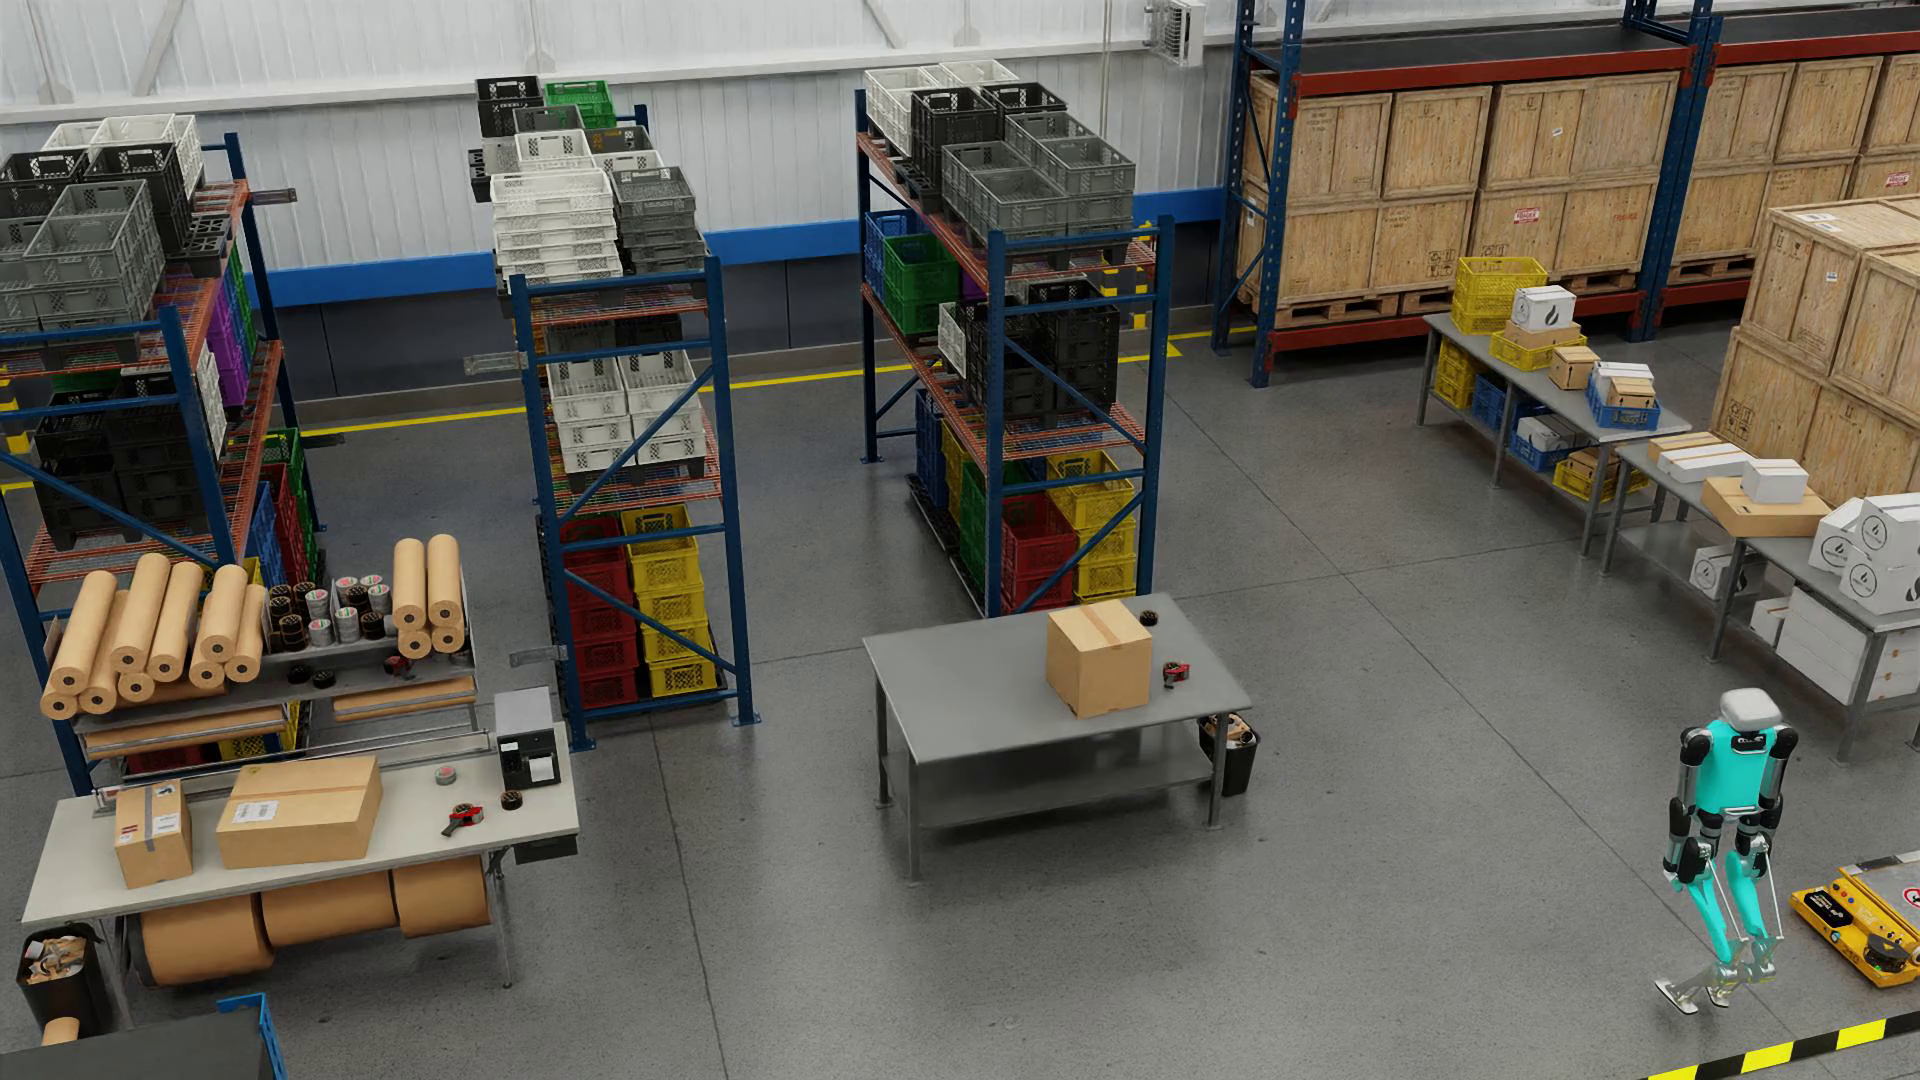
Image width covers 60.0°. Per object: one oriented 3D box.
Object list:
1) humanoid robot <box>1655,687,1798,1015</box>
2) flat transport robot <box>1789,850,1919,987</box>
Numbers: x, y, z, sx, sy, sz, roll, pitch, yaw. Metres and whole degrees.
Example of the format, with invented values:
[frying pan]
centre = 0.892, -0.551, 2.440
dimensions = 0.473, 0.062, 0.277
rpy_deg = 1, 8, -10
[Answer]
[humanoid robot]
centre = 3.596, 1.546, 7.681
dimensions = 0.533, 1.681, 0.735
rpy_deg = -3, 29, -6
[flat transport robot]
centre = 5.163, 1.916, 8.676
dimensions = 1.431, 0.231, 0.659
rpy_deg = -8, 30, -14
